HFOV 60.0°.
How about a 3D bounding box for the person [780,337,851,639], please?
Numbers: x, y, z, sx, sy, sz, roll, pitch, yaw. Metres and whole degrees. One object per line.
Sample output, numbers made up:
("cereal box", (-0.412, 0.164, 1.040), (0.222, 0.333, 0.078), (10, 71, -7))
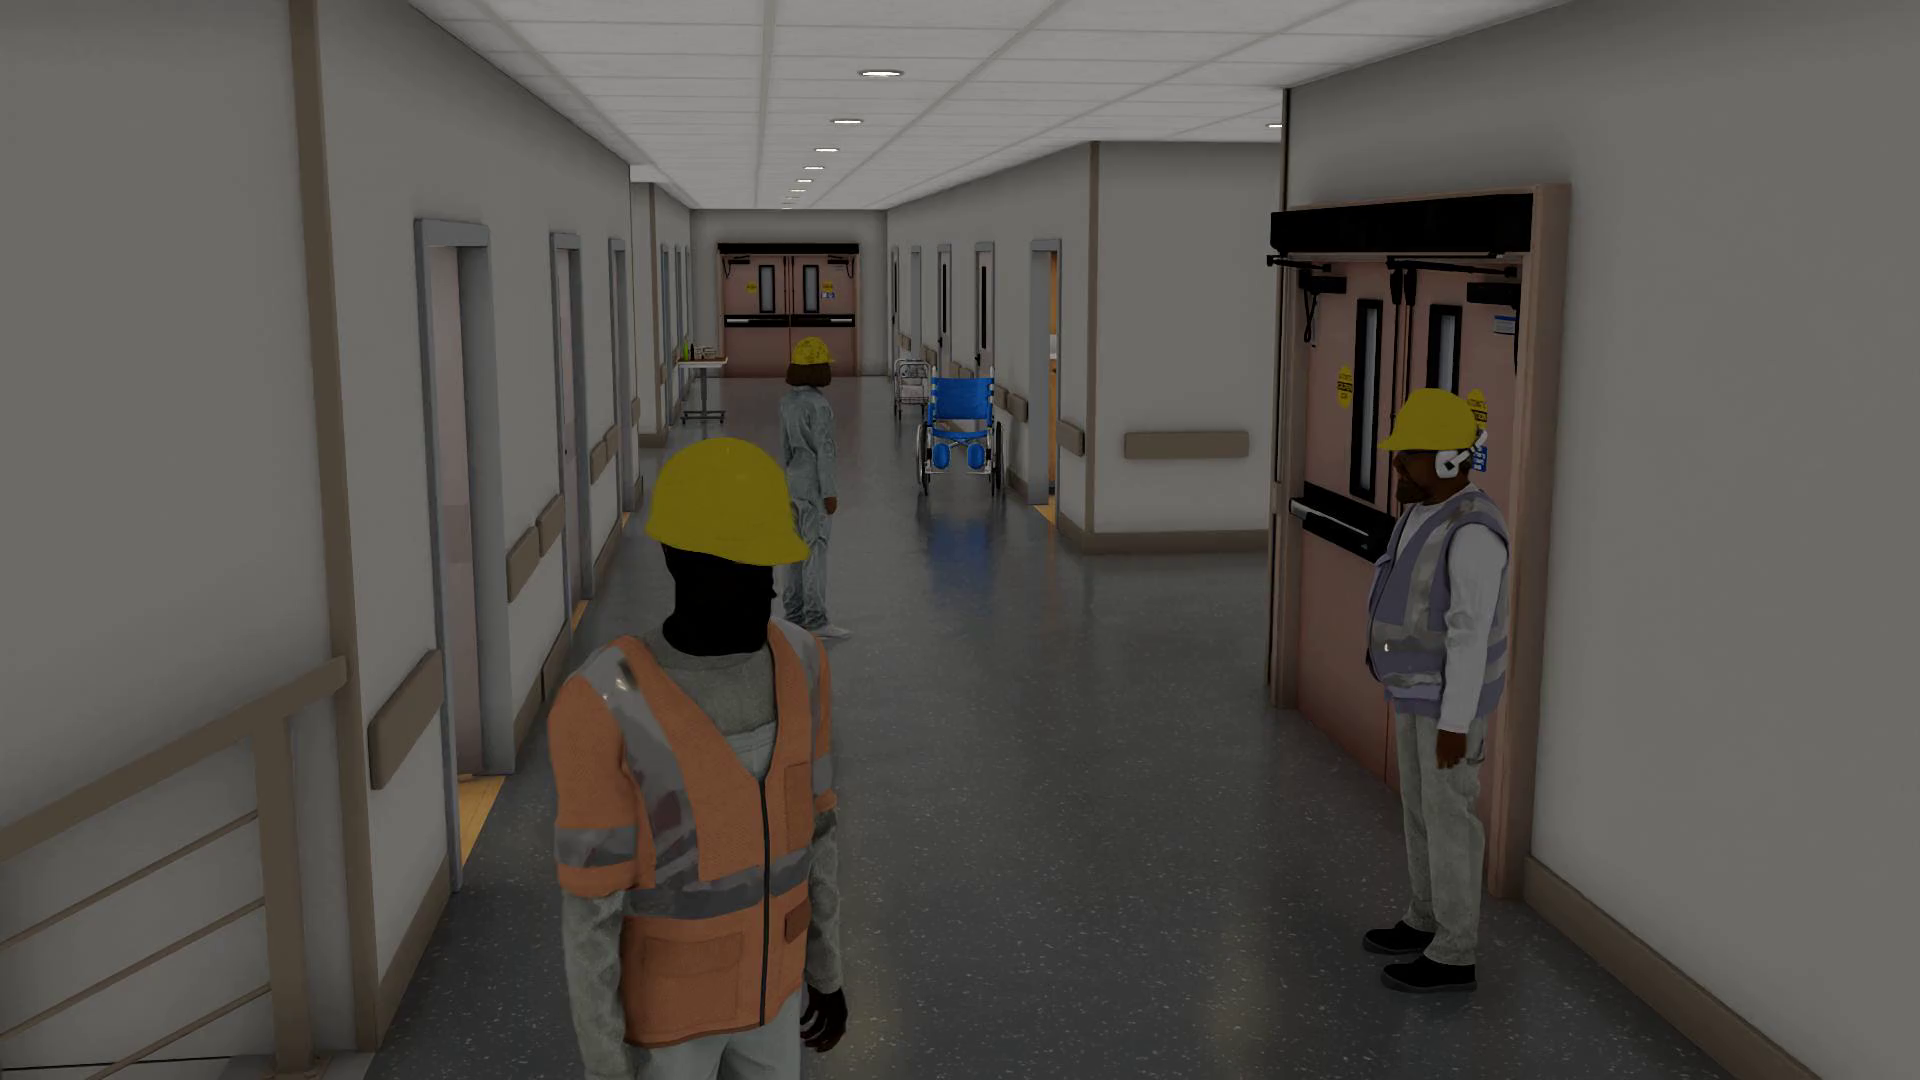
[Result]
("person", (-0.855, -0.300, 9.644), (0.299, 1.745, 0.483), (-7, 12, -35))

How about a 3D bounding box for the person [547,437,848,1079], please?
("person", (-0.414, 0.775, 2.885), (0.397, 1.920, 0.586), (8, 13, 39))

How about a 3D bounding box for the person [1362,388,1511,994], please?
("person", (1.431, 0.454, 5.043), (0.404, 1.824, 0.586), (-1, 10, -3))
